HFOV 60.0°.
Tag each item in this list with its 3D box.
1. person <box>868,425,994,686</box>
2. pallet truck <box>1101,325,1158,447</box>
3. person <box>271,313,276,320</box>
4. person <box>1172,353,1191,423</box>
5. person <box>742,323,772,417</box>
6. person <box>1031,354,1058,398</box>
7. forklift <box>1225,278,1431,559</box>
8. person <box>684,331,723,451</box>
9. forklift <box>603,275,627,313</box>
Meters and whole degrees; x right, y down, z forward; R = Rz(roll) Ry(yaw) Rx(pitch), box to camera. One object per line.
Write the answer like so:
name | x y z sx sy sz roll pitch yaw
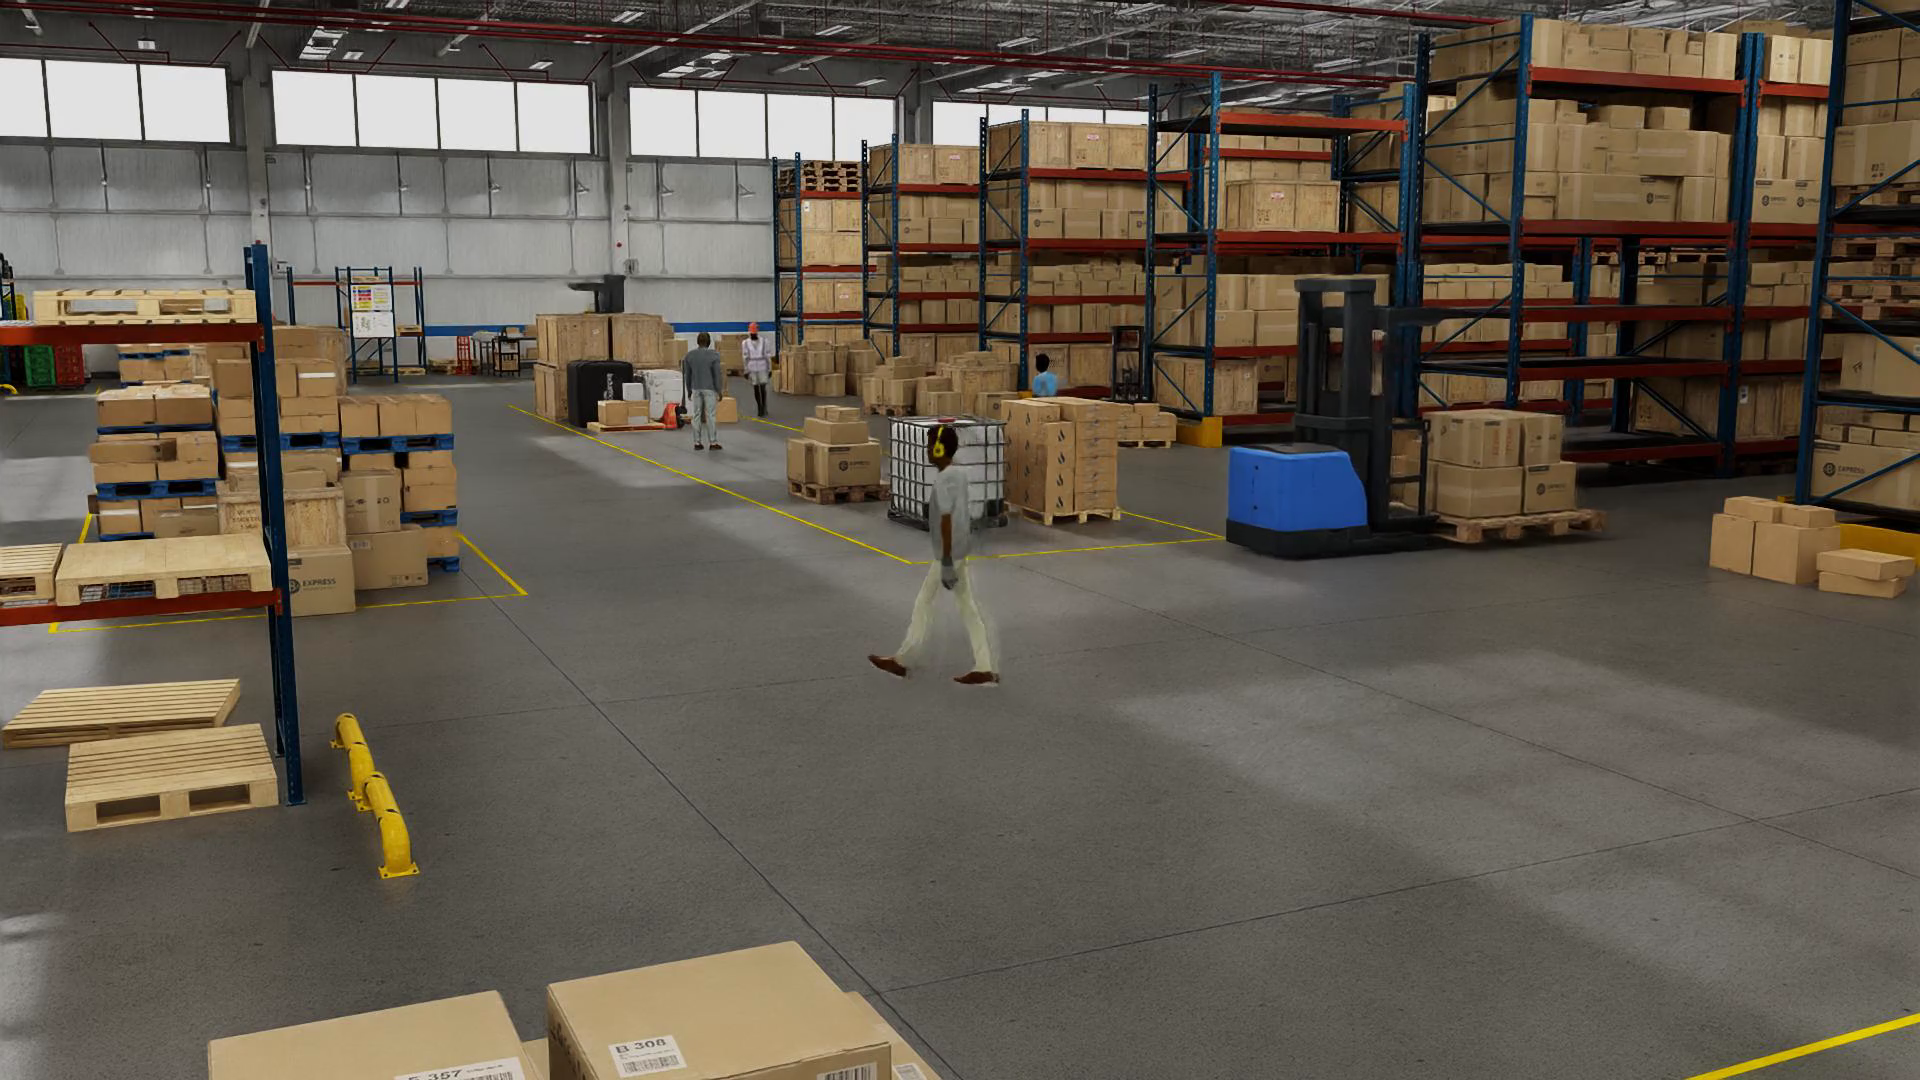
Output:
person | -0.169 0.109 11.677 0.970 1.818 0.540 4 10 22
pallet truck | 2.881 -2.596 27.923 0.823 1.965 1.885 -1 9 -7
person | -15.600 -4.168 37.689 0.612 1.995 0.377 6 11 35
person | 4.258 -3.168 31.956 0.429 1.841 0.633 7 12 38
person | -4.051 -3.387 33.170 0.567 1.881 0.800 0 9 -1
person | 1.200 -1.961 25.016 0.866 1.646 0.549 6 11 33
forklift | 3.814 -1.303 17.174 1.873 2.768 1.129 -4 10 -25
person | -4.144 -2.413 26.968 0.635 1.937 0.352 2 9 14
forklift | -8.392 -5.079 40.601 1.873 2.768 1.129 -4 10 -25
